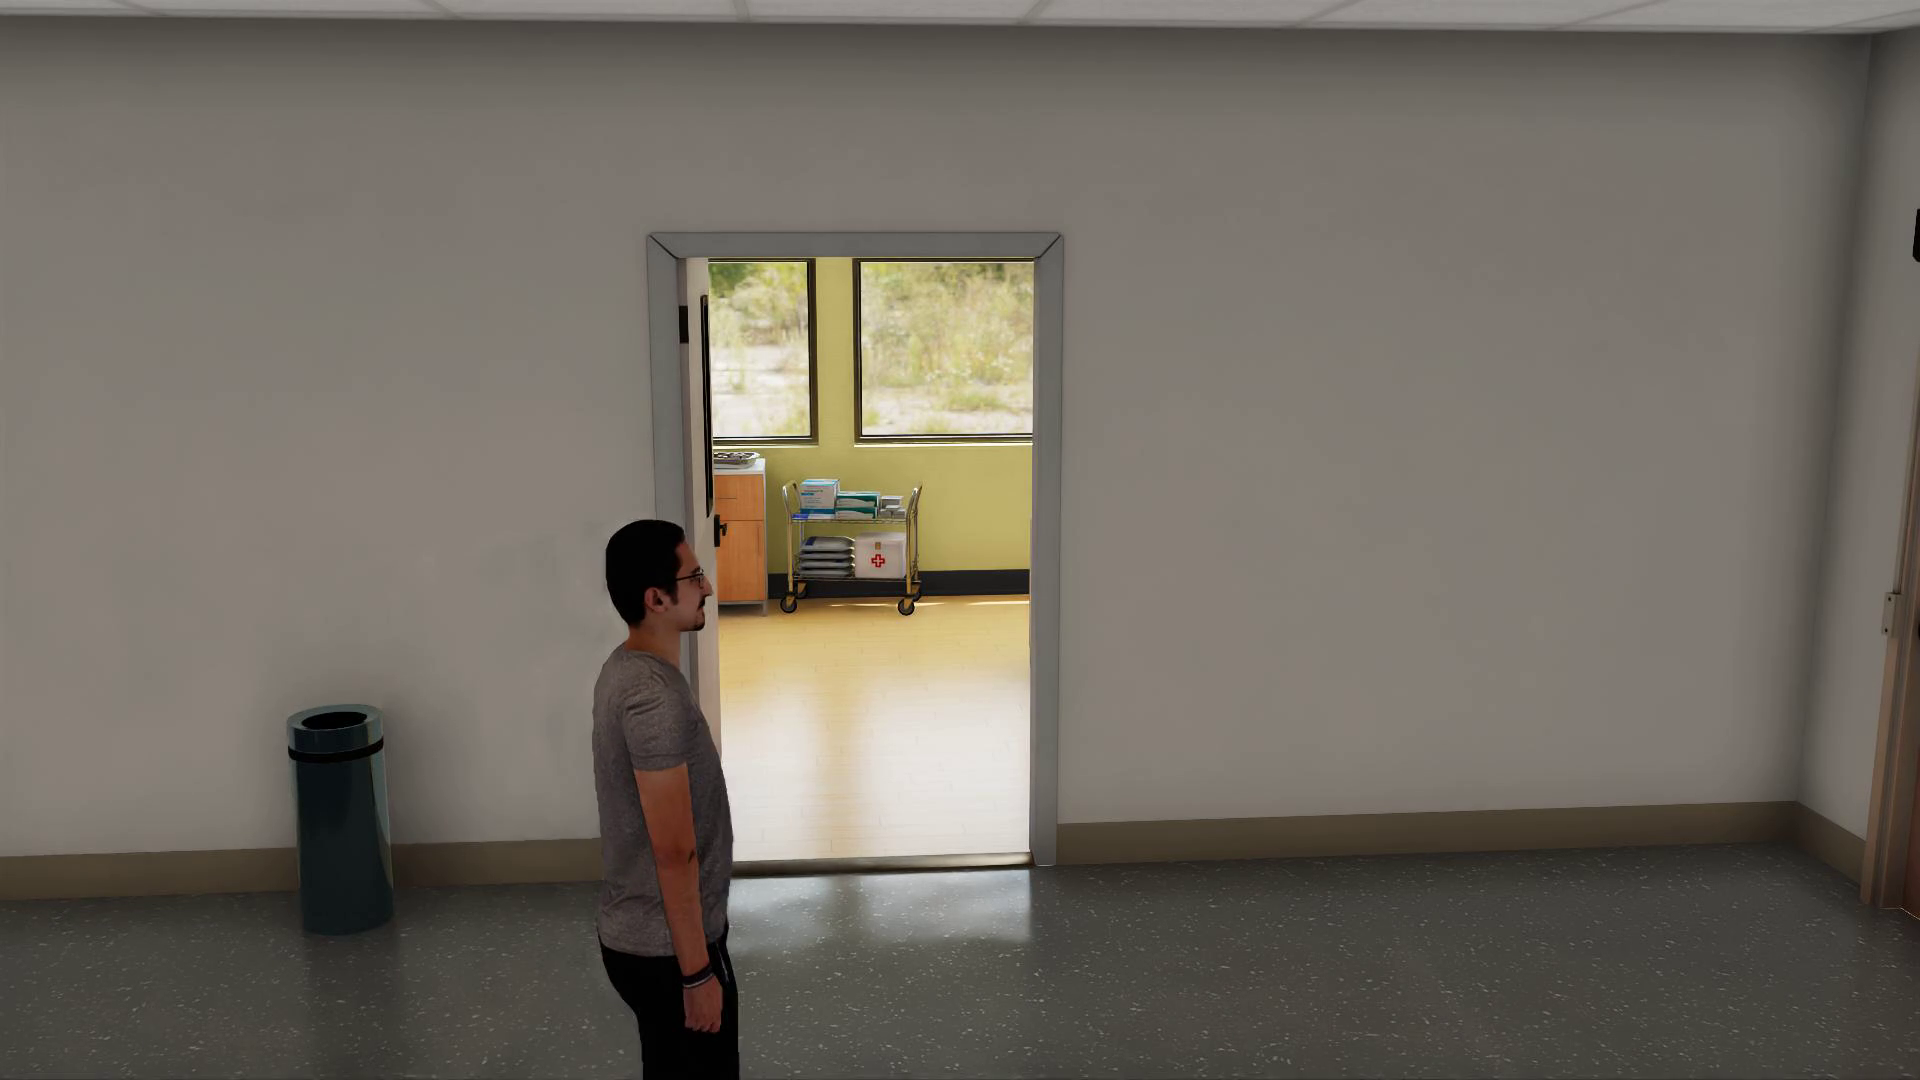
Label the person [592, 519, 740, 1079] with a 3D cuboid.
[{"bbox_3d":[-0.640,0.806,3.453,0.829,1.790,0.732,-4,11,-19],"label":"person"}]
